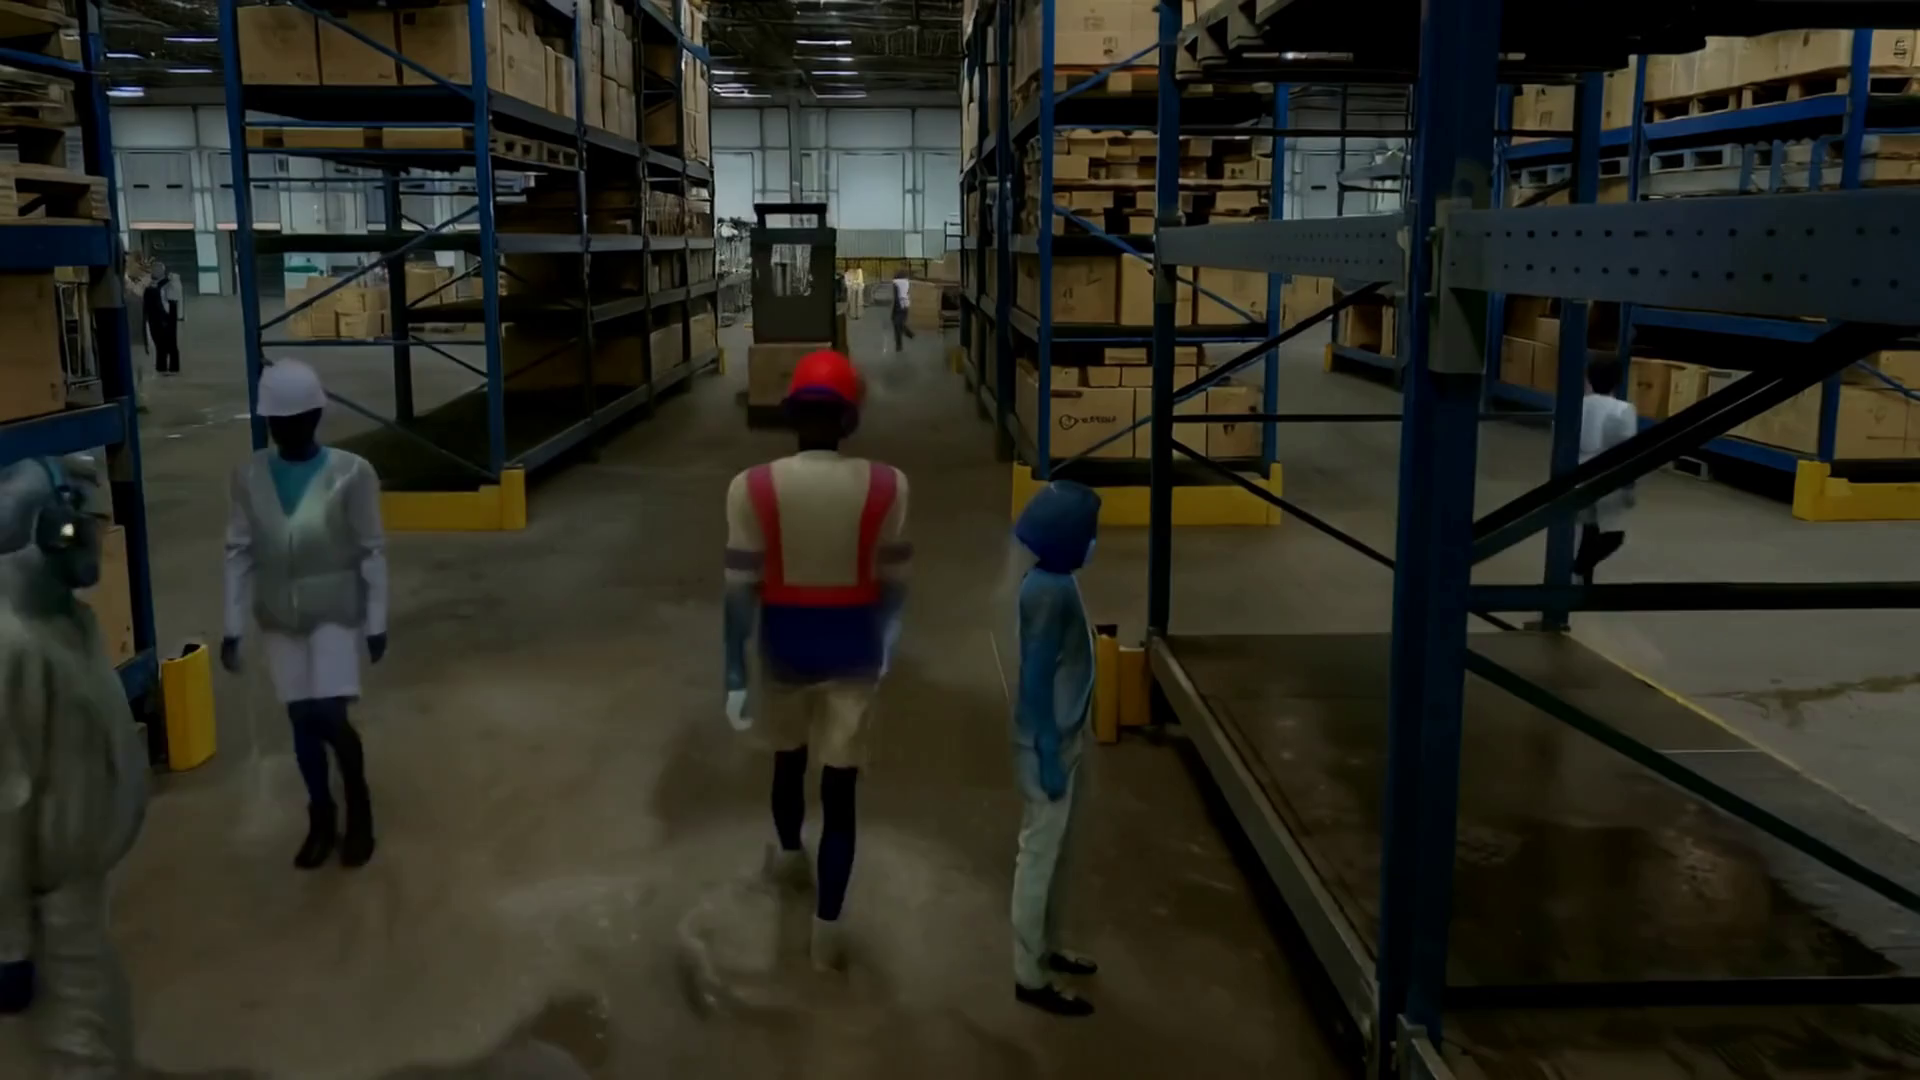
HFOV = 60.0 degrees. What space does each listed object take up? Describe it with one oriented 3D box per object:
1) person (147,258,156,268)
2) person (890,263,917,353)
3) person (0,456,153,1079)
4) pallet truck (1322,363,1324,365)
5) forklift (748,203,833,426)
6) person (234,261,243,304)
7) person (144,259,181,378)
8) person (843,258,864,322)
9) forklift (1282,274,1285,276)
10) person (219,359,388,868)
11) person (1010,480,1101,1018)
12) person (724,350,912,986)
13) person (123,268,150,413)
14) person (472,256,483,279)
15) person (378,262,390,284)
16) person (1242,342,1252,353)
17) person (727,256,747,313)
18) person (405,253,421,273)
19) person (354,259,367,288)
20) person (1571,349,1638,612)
[{"bbox_3d":[-28.311,-9.028,58.471,0.650,1.798,0.919,-5,11,-24],"label":"person"},{"bbox_3d":[-1.244,-4.885,35.079,0.468,1.904,0.590,5,11,25],"label":"person"},{"bbox_3d":[-2.036,0.764,3.676,0.487,1.881,0.690,-4,11,-24],"label":"person"},{"bbox_3d":[7.712,-4.157,30.737,1.885,1.965,0.823,3,11,16],"label":"pallet truck"},{"bbox_3d":[-2.157,-2.928,21.434,1.129,2.768,1.873,0,10,-2],"label":"forklift"},{"bbox_3d":[-26.833,-9.790,62.259,0.605,1.948,0.406,2,10,9],"label":"person"},{"bbox_3d":[-13.828,-3.823,28.755,0.676,2.000,0.536,6,12,30],"label":"person"},{"bbox_3d":[-3.104,-7.306,48.637,0.621,1.866,0.435,-2,10,-12],"label":"person"},{"bbox_3d":[12.240,-10.302,62.509,1.129,2.768,1.873,0,10,-2],"label":"forklift"},{"bbox_3d":[-2.430,0.293,6.174,0.567,1.921,0.464,1,10,3],"label":"person"},{"bbox_3d":[0.294,0.625,5.117,0.289,1.633,0.497,2,10,8],"label":"person"},{"bbox_3d":[-0.467,0.369,5.552,0.606,1.979,1.080,-1,10,-4],"label":"person"},{"bbox_3d":[-11.363,-2.700,22.636,0.380,1.993,0.610,9,13,40],"label":"person"},{"bbox_3d":[-16.745,-9.015,57.964,0.372,1.940,0.632,-10,14,-43],"label":"person"},{"bbox_3d":[-16.409,-7.076,47.478,0.406,1.835,0.512,5,11,26],"label":"person"},{"bbox_3d":[5.739,-4.485,33.597,0.381,1.623,0.537,-3,10,-14],"label":"person"},{"bbox_3d":[-7.402,-8.455,55.011,0.982,1.871,0.612,8,13,38],"label":"person"},{"bbox_3d":[-20.385,-9.732,62.040,0.595,1.912,0.467,-4,11,-24],"label":"person"},{"bbox_3d":[-16.537,-6.825,45.958,0.317,1.870,0.523,-3,11,-18],"label":"person"},{"bbox_3d":[3.948,-0.353,10.415,0.568,1.679,0.540,-6,12,-28],"label":"person"}]
